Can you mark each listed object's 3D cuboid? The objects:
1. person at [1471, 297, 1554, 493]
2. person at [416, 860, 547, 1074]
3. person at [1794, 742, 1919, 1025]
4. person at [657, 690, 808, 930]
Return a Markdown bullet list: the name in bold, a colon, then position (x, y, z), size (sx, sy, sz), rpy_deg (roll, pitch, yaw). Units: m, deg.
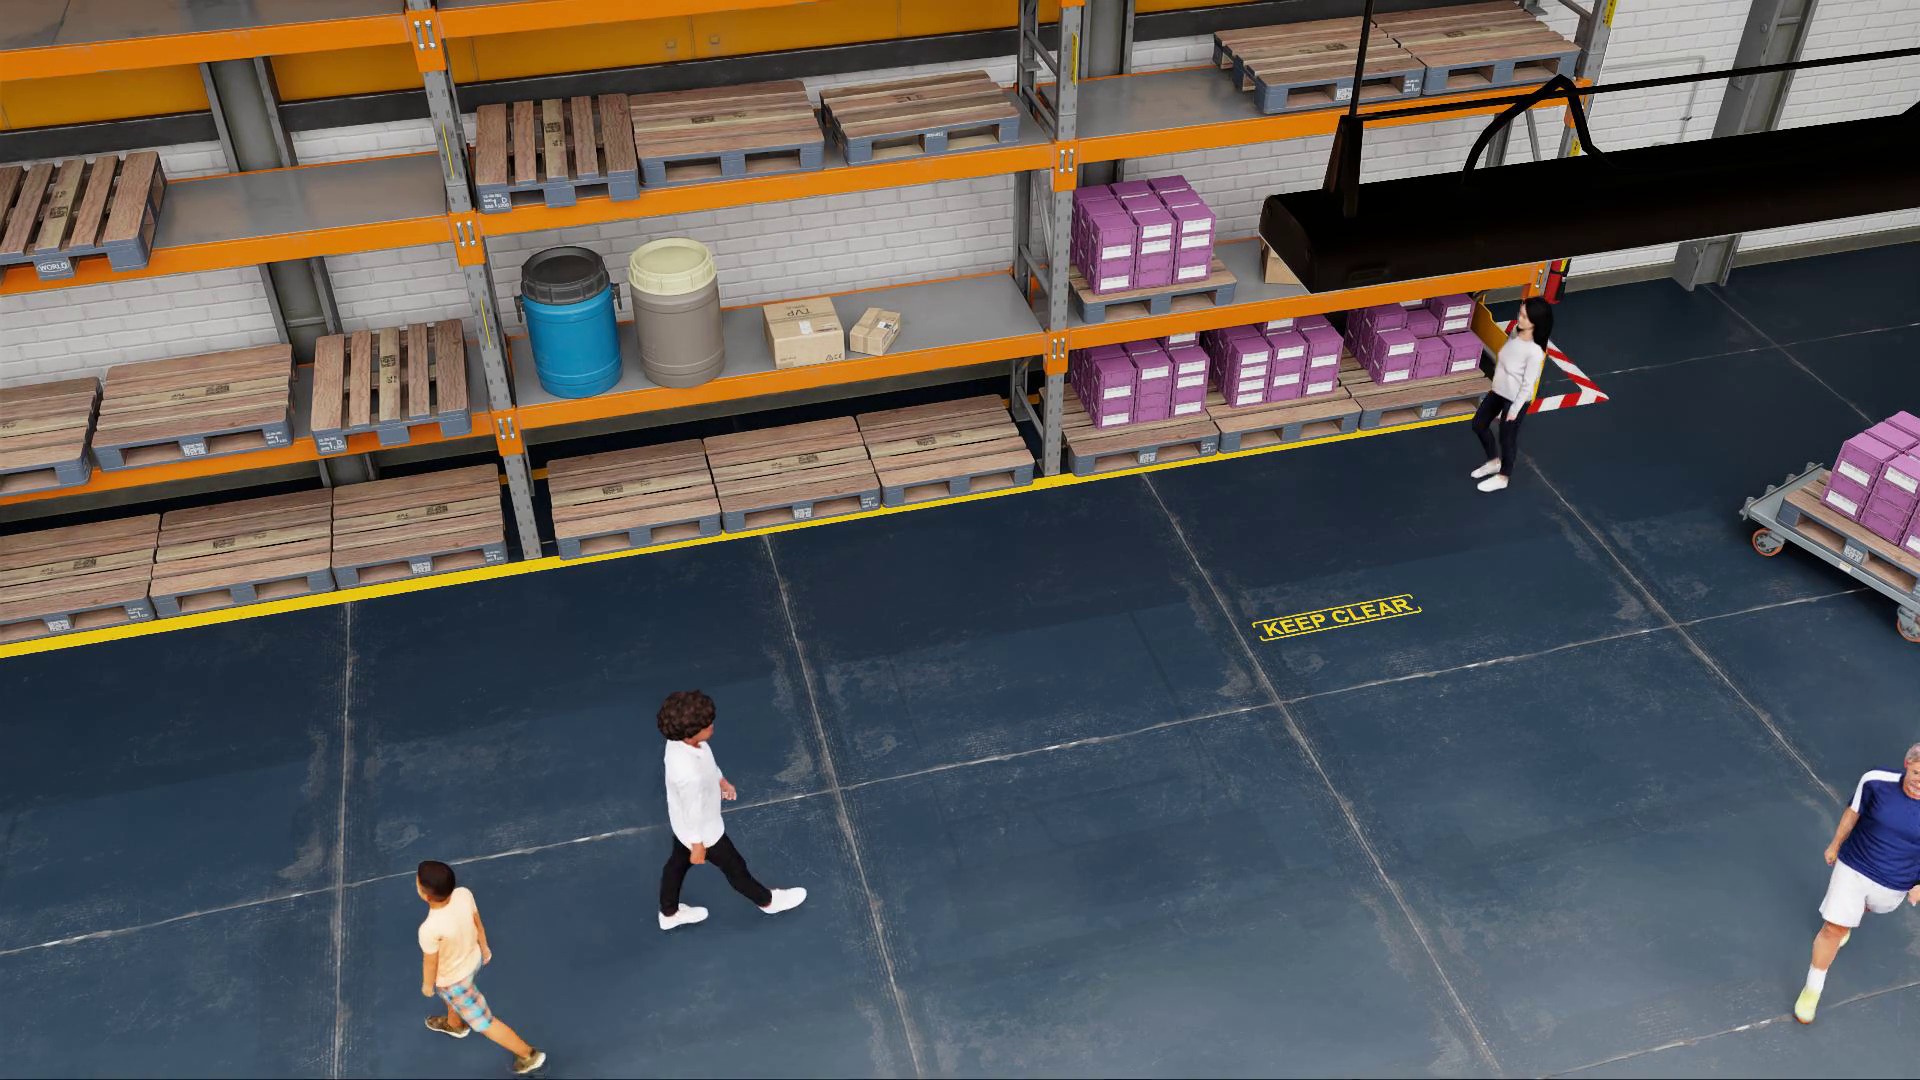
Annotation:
- **person**: position (4.197, -1.082, 12.404), size (0.590, 1.692, 0.637), rpy_deg (-6, 39, -8)
- **person**: position (-2.498, 2.208, 8.489), size (1.059, 1.438, 0.844), rpy_deg (9, 40, 11)
- **person**: position (4.895, 1.691, 8.848), size (1.154, 1.798, 1.198), rpy_deg (19, 42, 22)
- **person**: position (-1.514, 1.526, 9.081), size (1.068, 1.766, 0.659), rpy_deg (-9, 39, -11)
